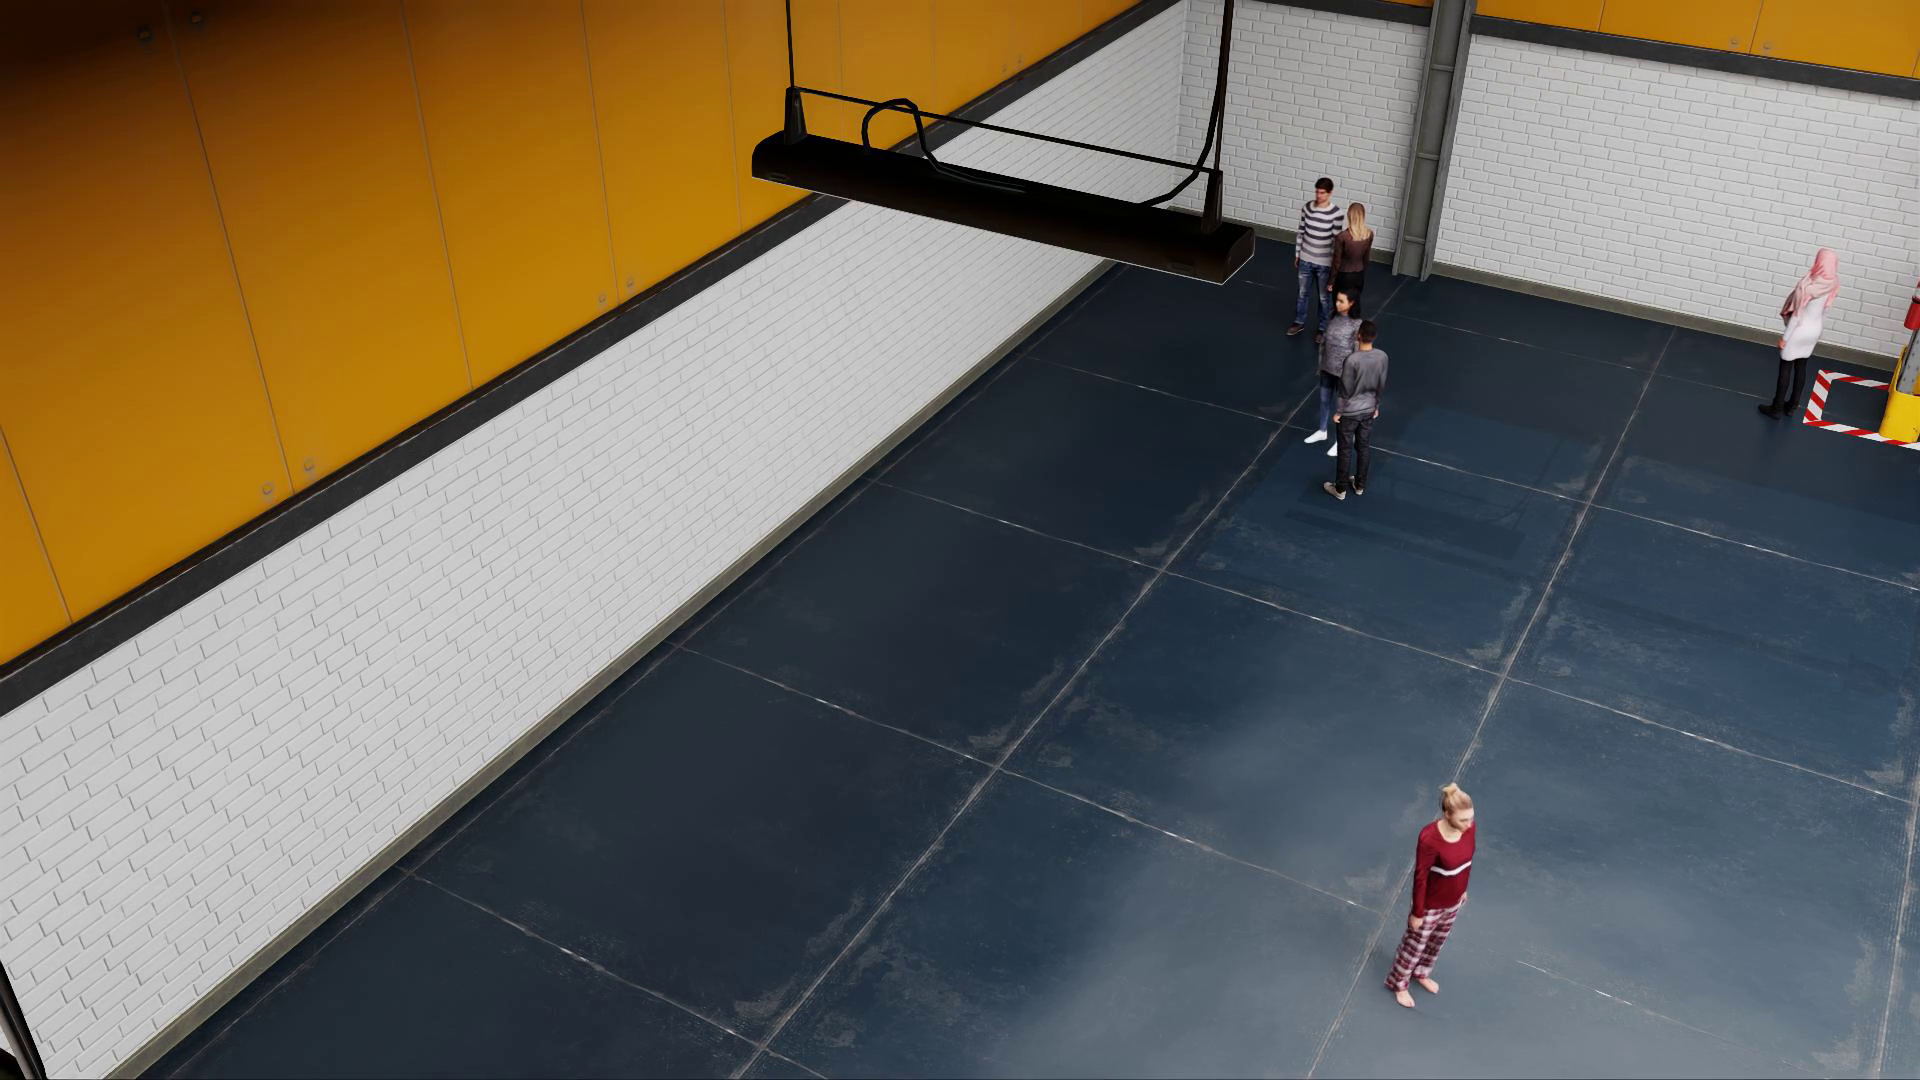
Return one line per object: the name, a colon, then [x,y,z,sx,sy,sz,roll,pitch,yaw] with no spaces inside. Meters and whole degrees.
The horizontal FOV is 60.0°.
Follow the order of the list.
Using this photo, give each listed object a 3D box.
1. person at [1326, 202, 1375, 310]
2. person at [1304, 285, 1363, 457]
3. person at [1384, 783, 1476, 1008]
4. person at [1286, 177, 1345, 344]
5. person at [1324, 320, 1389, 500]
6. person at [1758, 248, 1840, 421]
person: [4.124,-2.765,17.639,0.672,1.704,0.709,-12,35,-17]
person: [3.634,-1.642,15.924,0.750,1.731,0.600,-23,40,-30]
person: [2.929,2.173,10.211,0.692,1.703,0.675,-19,38,-26]
person: [3.854,-3.040,17.924,0.501,1.846,0.723,22,39,29]
person: [3.631,-1.194,15.224,0.692,1.760,0.731,-11,35,-16]
person: [8.334,-2.042,16.461,0.740,1.803,0.794,-10,35,-14]
